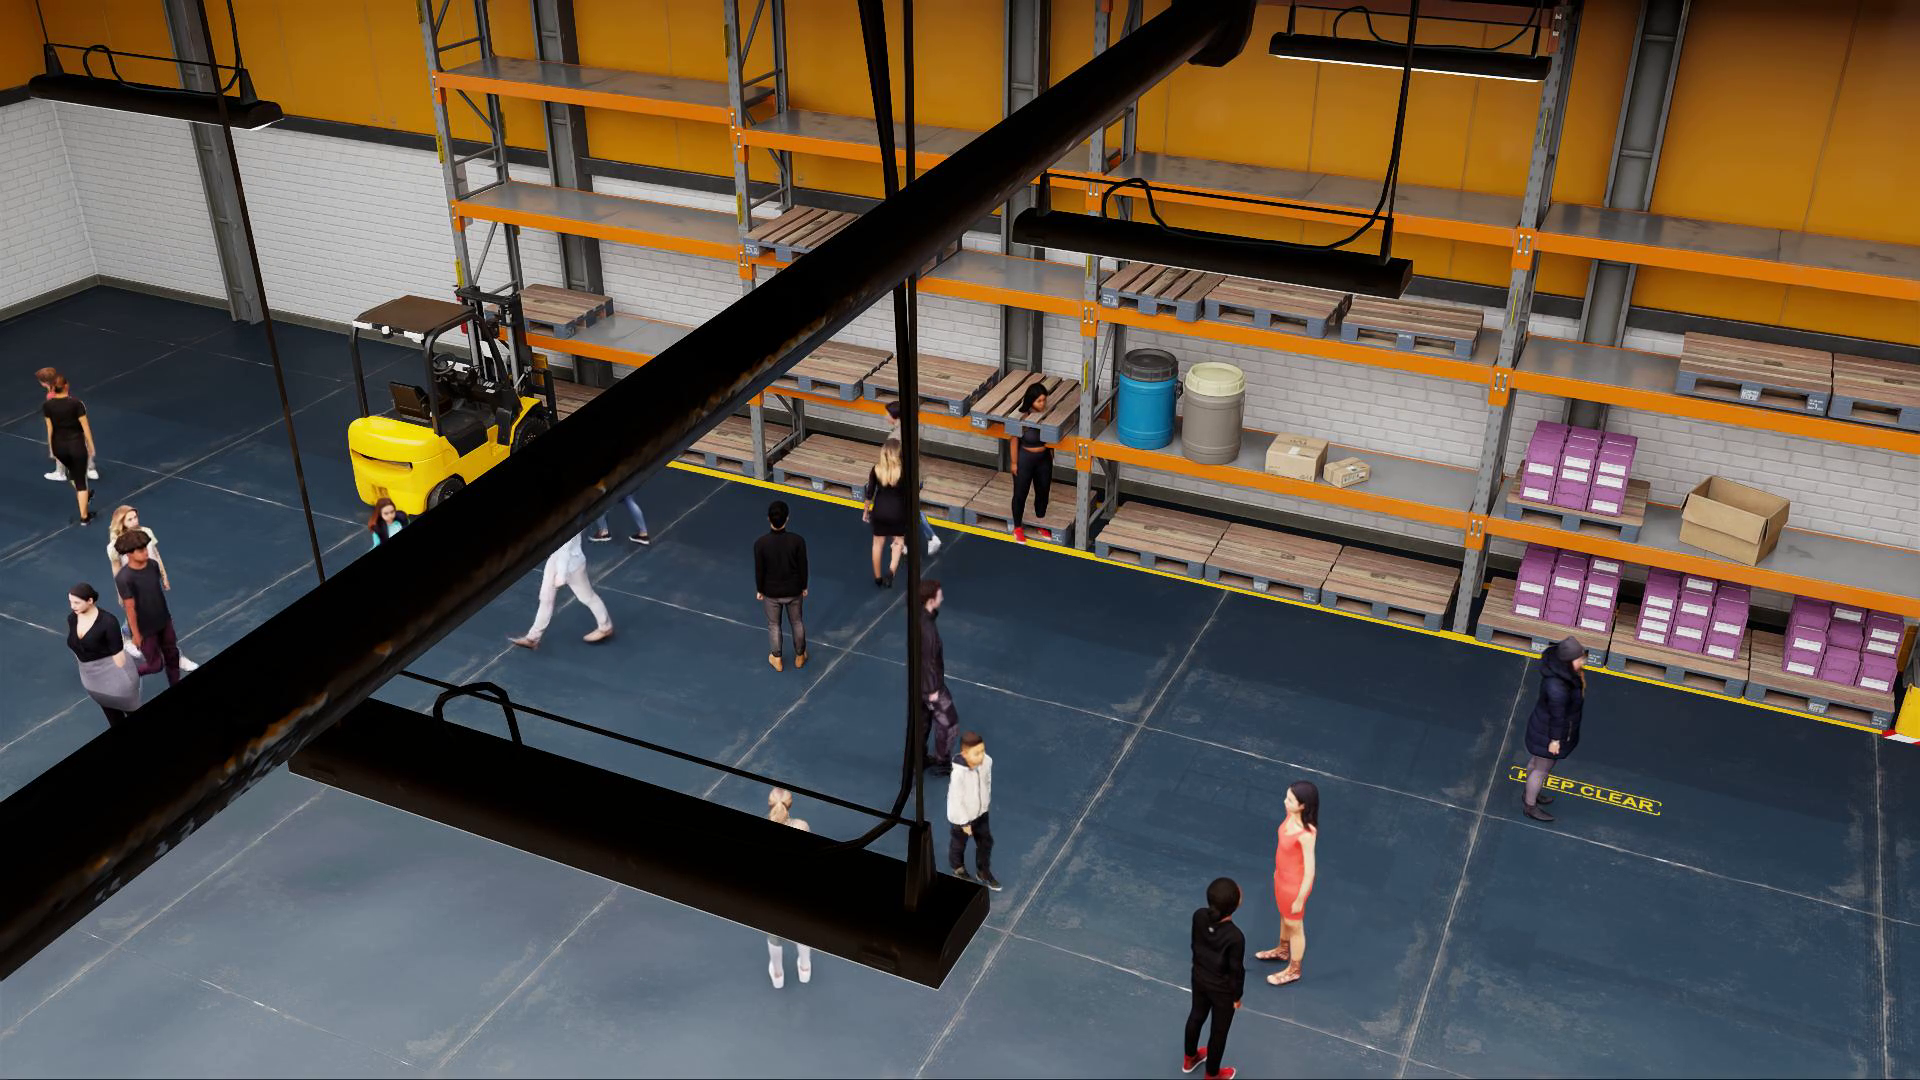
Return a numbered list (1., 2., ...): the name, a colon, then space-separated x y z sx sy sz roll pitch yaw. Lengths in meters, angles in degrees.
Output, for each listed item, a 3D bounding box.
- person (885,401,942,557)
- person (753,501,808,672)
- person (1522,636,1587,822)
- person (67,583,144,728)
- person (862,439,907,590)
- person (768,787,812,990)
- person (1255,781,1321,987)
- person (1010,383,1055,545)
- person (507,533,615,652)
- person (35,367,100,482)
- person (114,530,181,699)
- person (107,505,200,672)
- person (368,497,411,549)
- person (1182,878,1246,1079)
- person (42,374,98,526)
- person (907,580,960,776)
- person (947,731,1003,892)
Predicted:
1. person: -0.487 -0.591 17.216 0.961 1.841 0.844 23 36 36
2. person: -1.654 0.428 15.472 0.687 1.722 0.783 -6 29 -10
3. person: 4.816 1.513 13.535 0.674 1.673 0.699 9 30 15
4. person: -7.242 1.121 14.165 0.605 1.757 0.763 8 30 14
5. person: -0.707 -0.202 16.687 0.789 1.665 0.857 -1 29 -1
6. person: -1.245 2.455 11.775 0.637 1.704 0.711 -6 29 -12
7. person: 2.371 2.422 11.822 0.685 1.719 0.669 -4 29 -7
8. person: 0.767 -0.849 17.718 0.768 1.815 0.822 -11 31 -19
9. person: -3.624 0.226 15.727 1.148 1.833 1.273 -18 33 -30
10. person: -10.146 -1.300 18.981 0.883 1.396 0.705 3 29 6
11. person: -7.330 0.709 14.912 0.907 1.765 0.703 8 30 14
12. person: -7.688 0.434 15.510 1.190 1.676 0.674 11 31 19
13. person: -5.425 0.226 16.093 0.941 1.483 0.734 25 37 38
14. person: 1.677 2.915 10.963 0.718 1.674 0.589 -22 36 -35
15. person: -9.719 -0.969 18.127 0.977 1.632 0.939 -3 29 -5
16. person: -0.298 1.195 13.888 0.955 1.894 0.895 -12 31 -20
17. person: 0.016 2.048 12.796 0.705 1.441 0.764 -23 36 -36
